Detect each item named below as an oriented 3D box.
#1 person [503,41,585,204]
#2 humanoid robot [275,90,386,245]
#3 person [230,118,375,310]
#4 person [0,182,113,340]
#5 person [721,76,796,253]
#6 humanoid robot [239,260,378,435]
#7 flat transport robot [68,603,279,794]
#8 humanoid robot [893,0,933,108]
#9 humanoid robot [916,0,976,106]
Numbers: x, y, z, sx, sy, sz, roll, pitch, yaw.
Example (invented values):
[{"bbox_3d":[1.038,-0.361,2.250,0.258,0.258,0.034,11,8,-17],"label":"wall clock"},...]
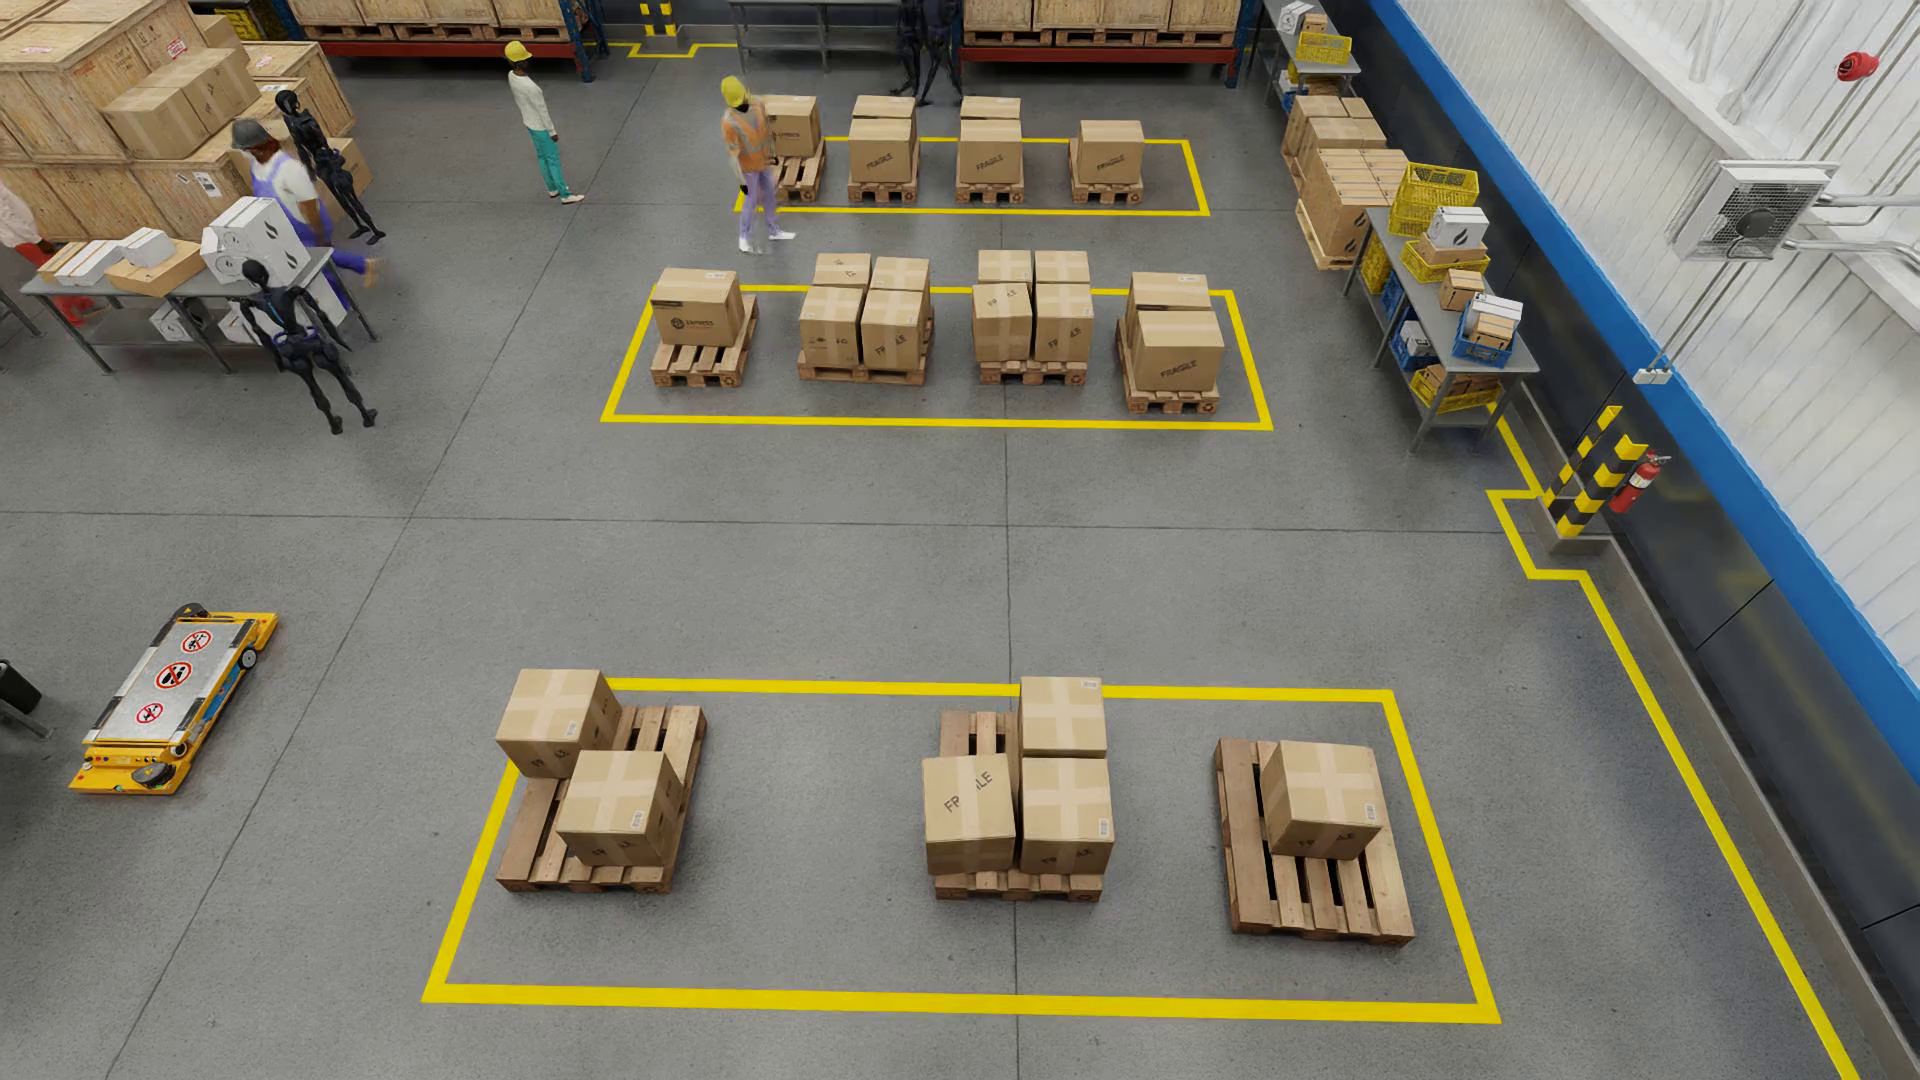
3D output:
[{"bbox_3d":[-4.734,-4.690,10.354,0.532,1.768,0.308,35,58,26],"label":"person"},{"bbox_3d":[-6.763,-3.971,9.802,0.577,1.651,0.322,21,53,17],"label":"humanoid robot"},{"bbox_3d":[-6.304,-3.085,8.818,0.694,2.000,0.749,30,56,23],"label":"person"},{"bbox_3d":[-8.886,-2.865,8.679,0.572,1.965,0.787,-37,59,-27],"label":"person"},{"bbox_3d":[-2.208,-3.971,9.673,0.500,1.882,0.686,25,54,19],"label":"person"},{"bbox_3d":[-5.605,-1.648,7.838,0.564,1.653,0.368,-17,52,-14],"label":"humanoid robot"},{"bbox_3d":[-5.504,1.072,6.442,0.652,0.197,1.431,1,50,1],"label":"flat transport robot"},{"bbox_3d":[-0.609,-6.460,11.914,0.432,1.647,0.586,24,54,19],"label":"humanoid robot"},{"bbox_3d":[-0.216,-6.505,11.992,0.820,1.597,0.607,-12,51,-10],"label":"humanoid robot"}]
